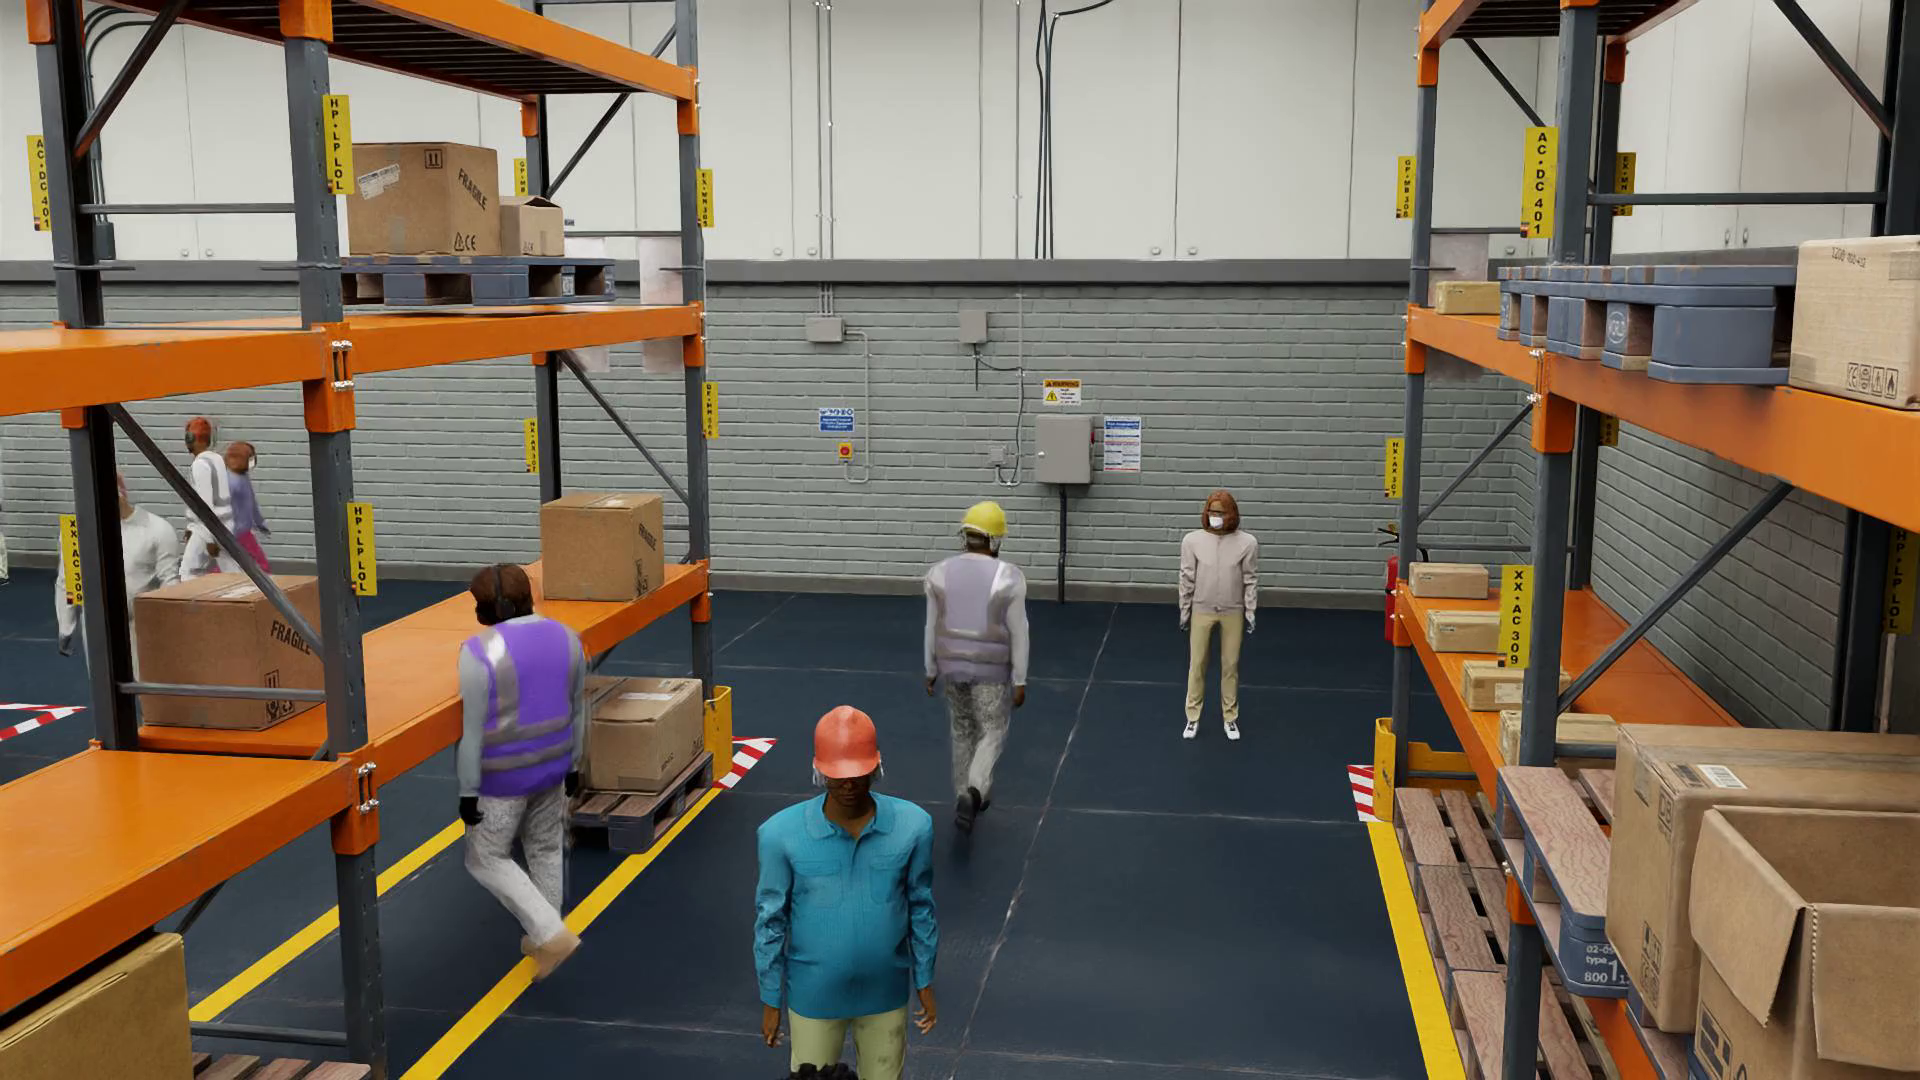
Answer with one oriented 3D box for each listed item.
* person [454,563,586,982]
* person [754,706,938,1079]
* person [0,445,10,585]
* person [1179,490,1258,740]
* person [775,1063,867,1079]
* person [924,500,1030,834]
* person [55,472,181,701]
[{"bbox_3d":[-1.831,0.995,7.020,0.525,1.823,0.679,7,11,36],"label":"person"},{"bbox_3d":[-0.334,1.351,5.047,0.573,1.749,0.339,-3,10,-15],"label":"person"},{"bbox_3d":[-9.442,-0.413,15.975,0.573,1.739,0.349,3,10,20],"label":"person"},{"bbox_3d":[1.668,0.487,10.747,0.503,1.631,0.282,1,9,6],"label":"person"},{"bbox_3d":[-0.254,1.722,2.933,0.317,1.695,0.540,3,10,18],"label":"person"},{"bbox_3d":[0.061,0.695,8.940,0.624,1.803,0.657,4,10,24],"label":"person"},{"bbox_3d":[-4.948,0.519,9.811,0.676,1.875,0.500,-1,9,-9],"label":"person"}]
